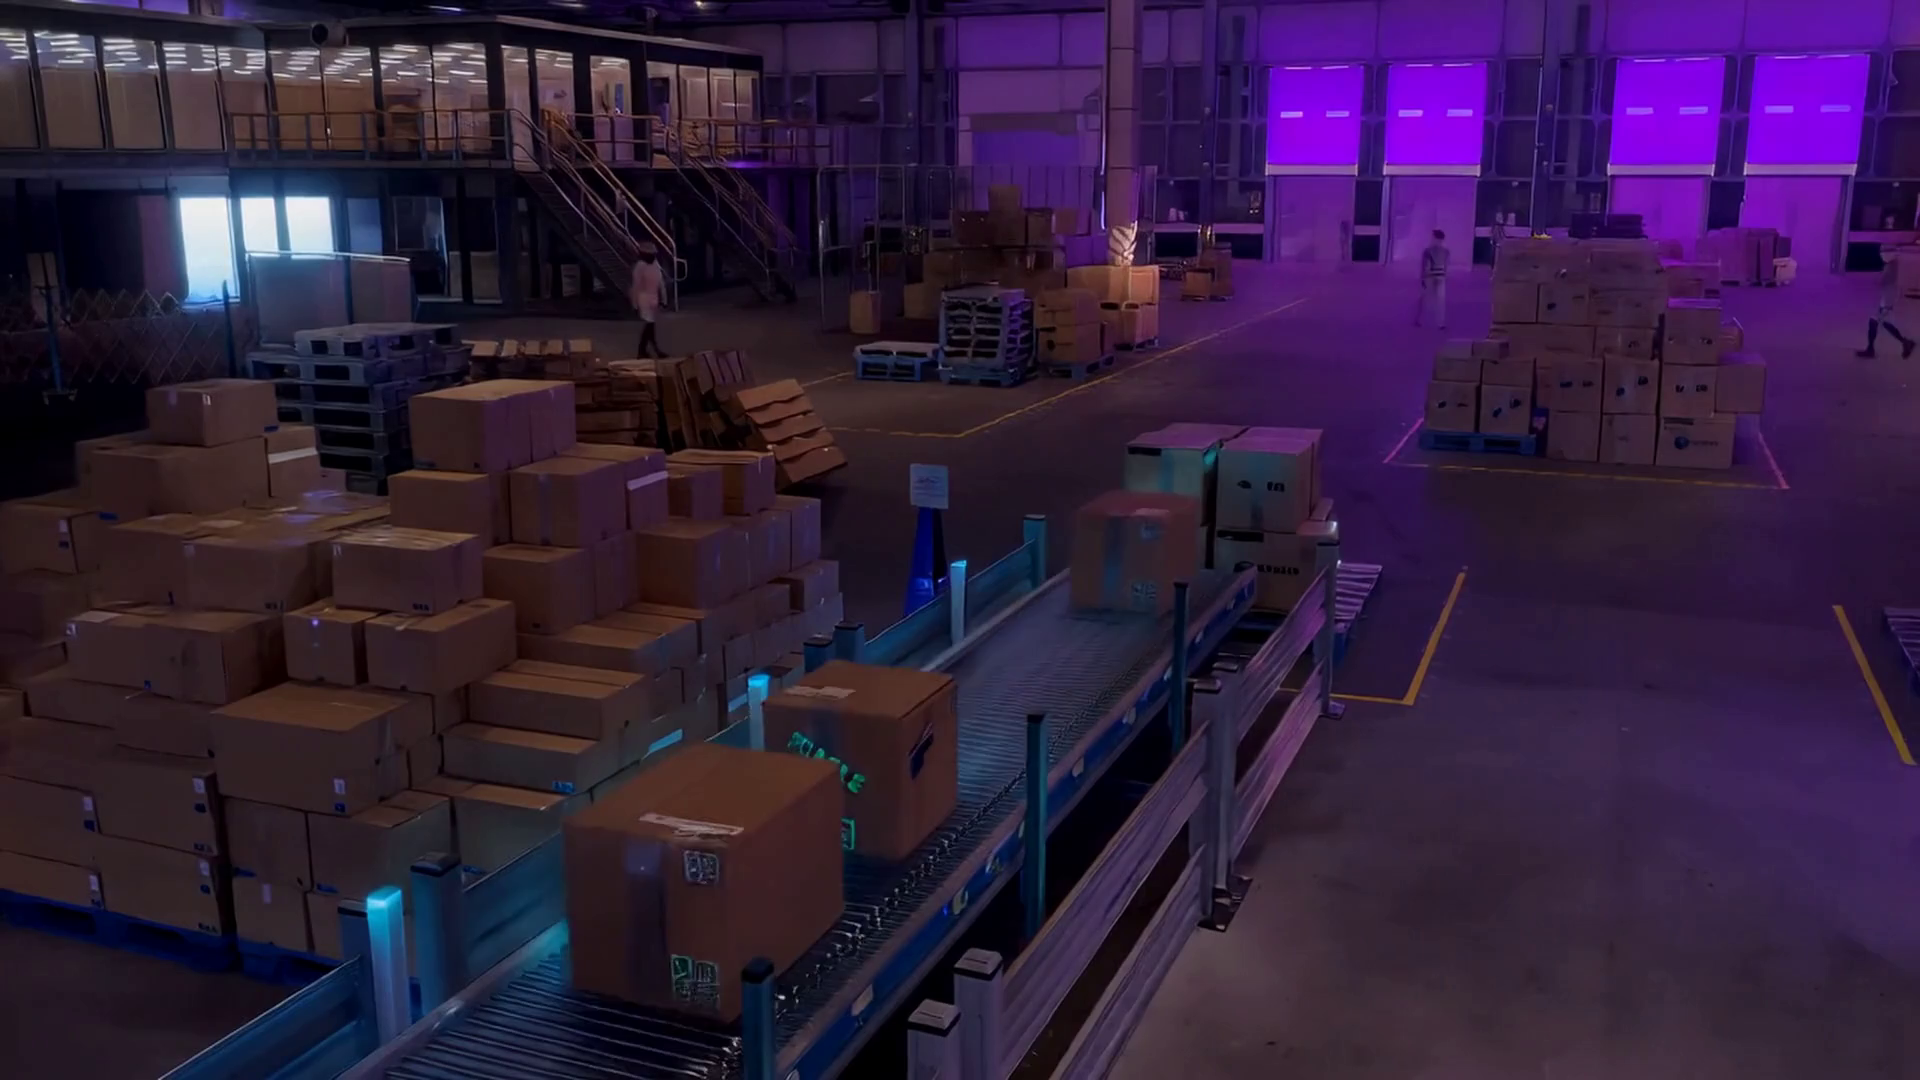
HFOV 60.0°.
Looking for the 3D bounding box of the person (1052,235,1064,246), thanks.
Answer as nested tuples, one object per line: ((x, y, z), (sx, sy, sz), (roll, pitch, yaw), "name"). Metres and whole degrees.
((1.738, -4.684, 30.594), (1.038, 1.836, 0.576), (-3, 13, -13), "person")

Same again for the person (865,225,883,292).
((-1.752, -5.427, 33.733), (0.396, 1.911, 0.588), (0, 13, 1), "person")

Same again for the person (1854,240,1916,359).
((14.809, -3.813, 26.477), (0.557, 1.918, 0.764), (-10, 16, -38), "person")

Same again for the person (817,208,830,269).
((-4.199, -9.183, 50.717), (0.514, 1.844, 0.328), (-9, 16, -36), "person")

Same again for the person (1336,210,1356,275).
((11.162, -8.569, 47.969), (0.522, 1.845, 0.734), (-11, 17, -41), "person")

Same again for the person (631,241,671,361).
((-4.816, -3.725, 26.123), (0.951, 1.888, 0.566), (10, 16, 37), "person")

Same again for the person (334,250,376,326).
((-8.888, -3.326, 24.455), (0.629, 1.846, 0.771), (-5, 13, -19), "person")

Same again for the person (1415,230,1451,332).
((8.964, -4.926, 31.529), (0.631, 1.899, 1.006), (-3, 13, -12), "person")

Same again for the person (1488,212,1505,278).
((15.069, -8.291, 46.727), (0.430, 1.845, 0.624), (2, 13, 9), "person")
